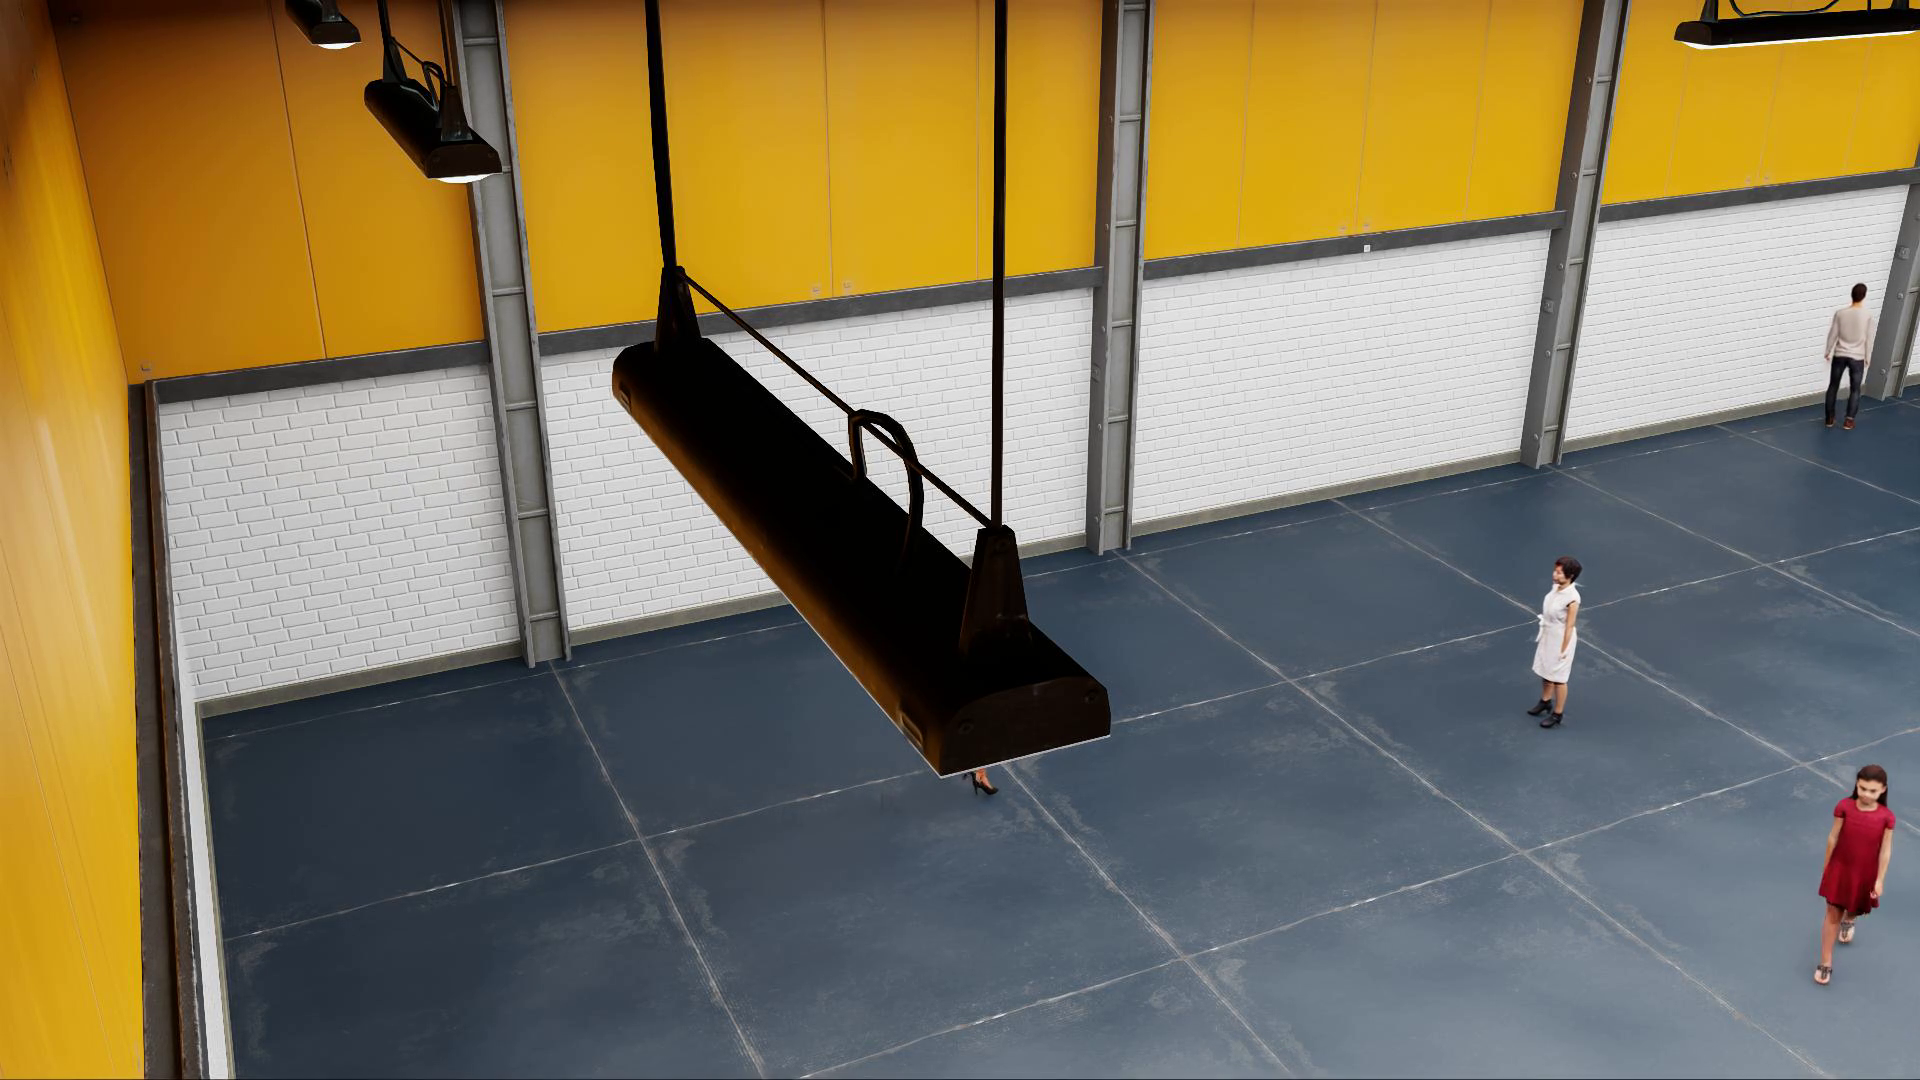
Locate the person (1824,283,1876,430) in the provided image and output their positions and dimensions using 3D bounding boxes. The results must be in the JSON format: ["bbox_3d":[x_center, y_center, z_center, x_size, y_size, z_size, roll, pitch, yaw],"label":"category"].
[{"bbox_3d":[11.165,-2.298,20.925,0.814,1.864,0.824,17,29,33],"label":"person"}]

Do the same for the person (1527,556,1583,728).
[{"bbox_3d":[5.080,0.842,14.130,0.623,1.552,0.624,-2,24,-5],"label":"person"}]

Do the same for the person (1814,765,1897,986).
[{"bbox_3d":[5.997,2.168,11.122,0.918,1.531,1.041,12,26,25],"label":"person"}]
